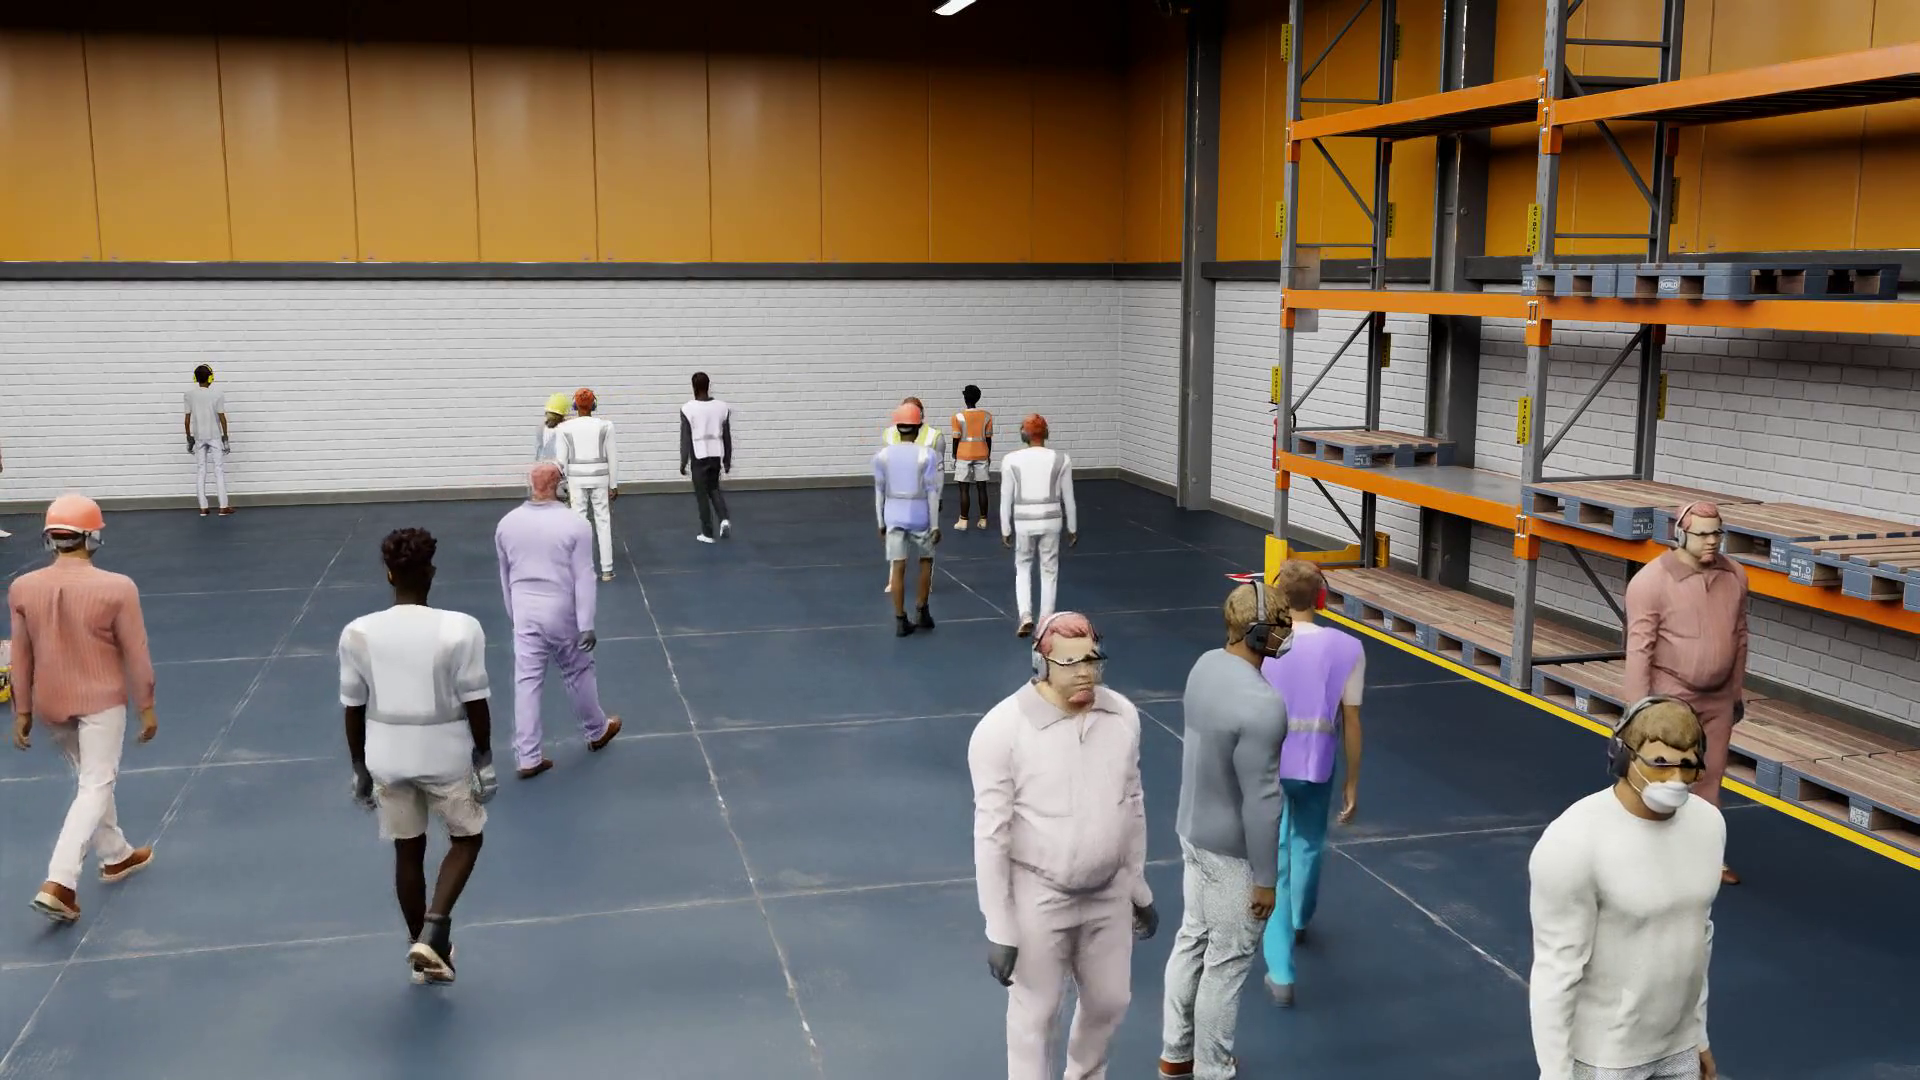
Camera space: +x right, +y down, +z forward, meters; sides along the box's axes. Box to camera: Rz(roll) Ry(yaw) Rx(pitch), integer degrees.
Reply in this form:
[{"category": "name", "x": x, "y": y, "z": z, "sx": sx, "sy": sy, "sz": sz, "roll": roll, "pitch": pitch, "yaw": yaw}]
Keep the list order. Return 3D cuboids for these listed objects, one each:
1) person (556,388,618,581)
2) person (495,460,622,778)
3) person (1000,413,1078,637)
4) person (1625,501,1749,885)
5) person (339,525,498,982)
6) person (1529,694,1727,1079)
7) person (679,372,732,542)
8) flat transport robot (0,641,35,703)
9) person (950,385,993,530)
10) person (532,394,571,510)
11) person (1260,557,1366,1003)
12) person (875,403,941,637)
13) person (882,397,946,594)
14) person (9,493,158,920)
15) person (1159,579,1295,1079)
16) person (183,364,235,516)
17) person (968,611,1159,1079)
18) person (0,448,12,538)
[{"category": "person", "x": -3.602, "y": -0.530, "z": 16.120, "sx": 0.573, "sy": 1.883, "sz": 0.353, "roll": -2, "pitch": 9, "yaw": -13}, {"category": "person", "x": -2.433, "y": 0.442, "z": 10.098, "sx": 0.679, "sy": 1.860, "sz": 0.952, "roll": 2, "pitch": 9, "yaw": 14}, {"category": "person", "x": 0.646, "y": -0.095, "z": 13.461, "sx": 0.629, "sy": 1.864, "sz": 0.416, "roll": 1, "pitch": 9, "yaw": 6}, {"category": "person", "x": 3.541, "y": 0.751, "z": 8.082, "sx": 0.655, "sy": 1.903, "sz": 0.399, "roll": -2, "pitch": 9, "yaw": -13}, {"category": "person", "x": -2.240, "y": 0.911, "z": 6.887, "sx": 0.626, "sy": 1.954, "sz": 0.528, "roll": 0, "pitch": 9, "yaw": 2}, {"category": "person", "x": 1.730, "y": 1.332, "z": 4.335, "sx": 0.635, "sy": 1.934, "sz": 0.350, "roll": -5, "pitch": 10, "yaw": -28}, {"category": "person", "x": -2.827, "y": -0.909, "z": 18.434, "sx": 0.586, "sy": 1.902, "sz": 0.434, "roll": -7, "pitch": 11, "yaw": -37}, {"category": "flat transport robot", "x": -7.044, "y": 0.932, "z": 12.012, "sx": 0.652, "sy": 0.197, "sz": 1.431, "roll": -2, "pitch": 9, "yaw": -12}, {"category": "person", "x": 0.133, "y": -0.957, "z": 19.364, "sx": 0.541, "sy": 1.696, "sz": 0.315, "roll": -4, "pitch": 10, "yaw": -24}, {"category": "person", "x": -4.088, "y": -0.566, "z": 16.630, "sx": 0.603, "sy": 1.789, "sz": 0.706, "roll": 6, "pitch": 11, "yaw": 34}, {"category": "person", "x": 1.392, "y": 0.960, "z": 7.071, "sx": 0.594, "sy": 1.792, "sz": 0.957, "roll": 1, "pitch": 9, "yaw": 6}, {"category": "person", "x": -0.404, "y": -0.178, "z": 13.797, "sx": 0.570, "sy": 1.919, "sz": 0.649, "roll": 2, "pitch": 9, "yaw": 14}, {"category": "person", "x": -0.454, "y": -0.413, "z": 15.515, "sx": 0.626, "sy": 1.847, "sz": 0.429, "roll": 1, "pitch": 9, "yaw": 9}, {"category": "person", "x": -4.143, "y": 0.765, "z": 7.815, "sx": 0.638, "sy": 1.965, "sz": 0.976, "roll": 1, "pitch": 9, "yaw": 4}, {"category": "person", "x": 0.971, "y": 1.090, "z": 5.907, "sx": 0.391, "sy": 1.927, "sz": 0.645, "roll": -2, "pitch": 9, "yaw": -13}, {"category": "person", "x": -9.289, "y": -1.231, "z": 20.535, "sx": 0.521, "sy": 1.873, "sz": 0.335, "roll": -1, "pitch": 9, "yaw": -4}, {"category": "person", "x": 0.363, "y": 1.168, "z": 5.513, "sx": 0.705, "sy": 1.900, "sz": 0.445, "roll": -5, "pitch": 10, "yaw": -28}, {"category": "person", "x": -11.033, "y": -0.885, "z": 18.722, "sx": 0.522, "sy": 1.762, "sz": 0.320, "roll": 0, "pitch": 9, "yaw": 3}]
